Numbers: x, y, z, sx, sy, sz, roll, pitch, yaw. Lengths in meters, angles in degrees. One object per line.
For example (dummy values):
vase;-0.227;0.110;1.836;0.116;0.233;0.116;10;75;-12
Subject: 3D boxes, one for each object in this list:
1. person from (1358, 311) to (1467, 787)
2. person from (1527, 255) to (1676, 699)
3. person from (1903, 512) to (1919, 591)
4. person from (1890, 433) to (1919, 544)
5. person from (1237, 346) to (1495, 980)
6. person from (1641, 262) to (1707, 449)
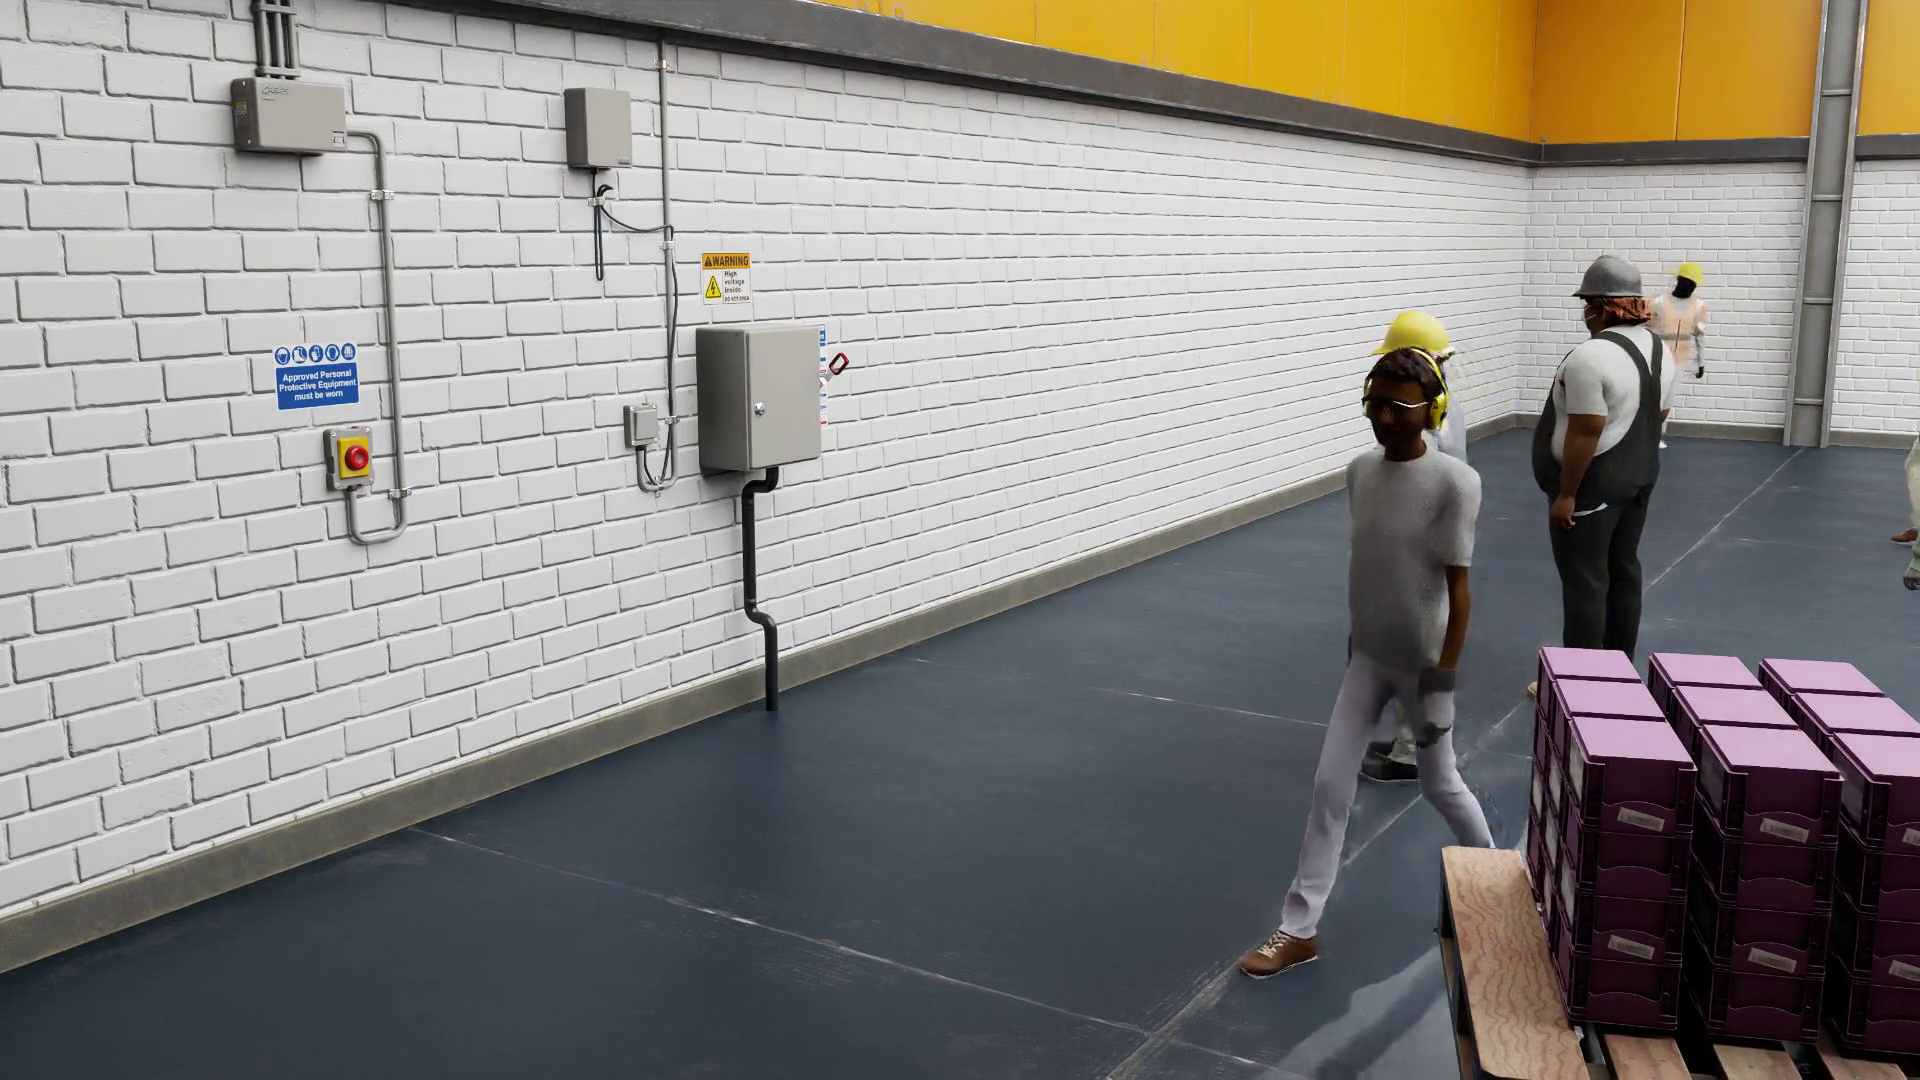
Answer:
person;1.738;0.038;6.429;0.404;1.834;0.591;5;11;25
person;2.869;-0.269;7.561;0.689;2.000;0.539;-8;13;-38
person;4.062;0.077;6.761;0.500;1.636;0.286;-4;11;-22
person;6.657;-0.835;11.241;0.534;1.846;0.669;-1;10;-6
person;1.293;0.343;4.822;0.971;1.820;0.522;-7;12;-34
person;7.117;-1.831;16.646;0.601;1.880;0.602;0;10;-2
